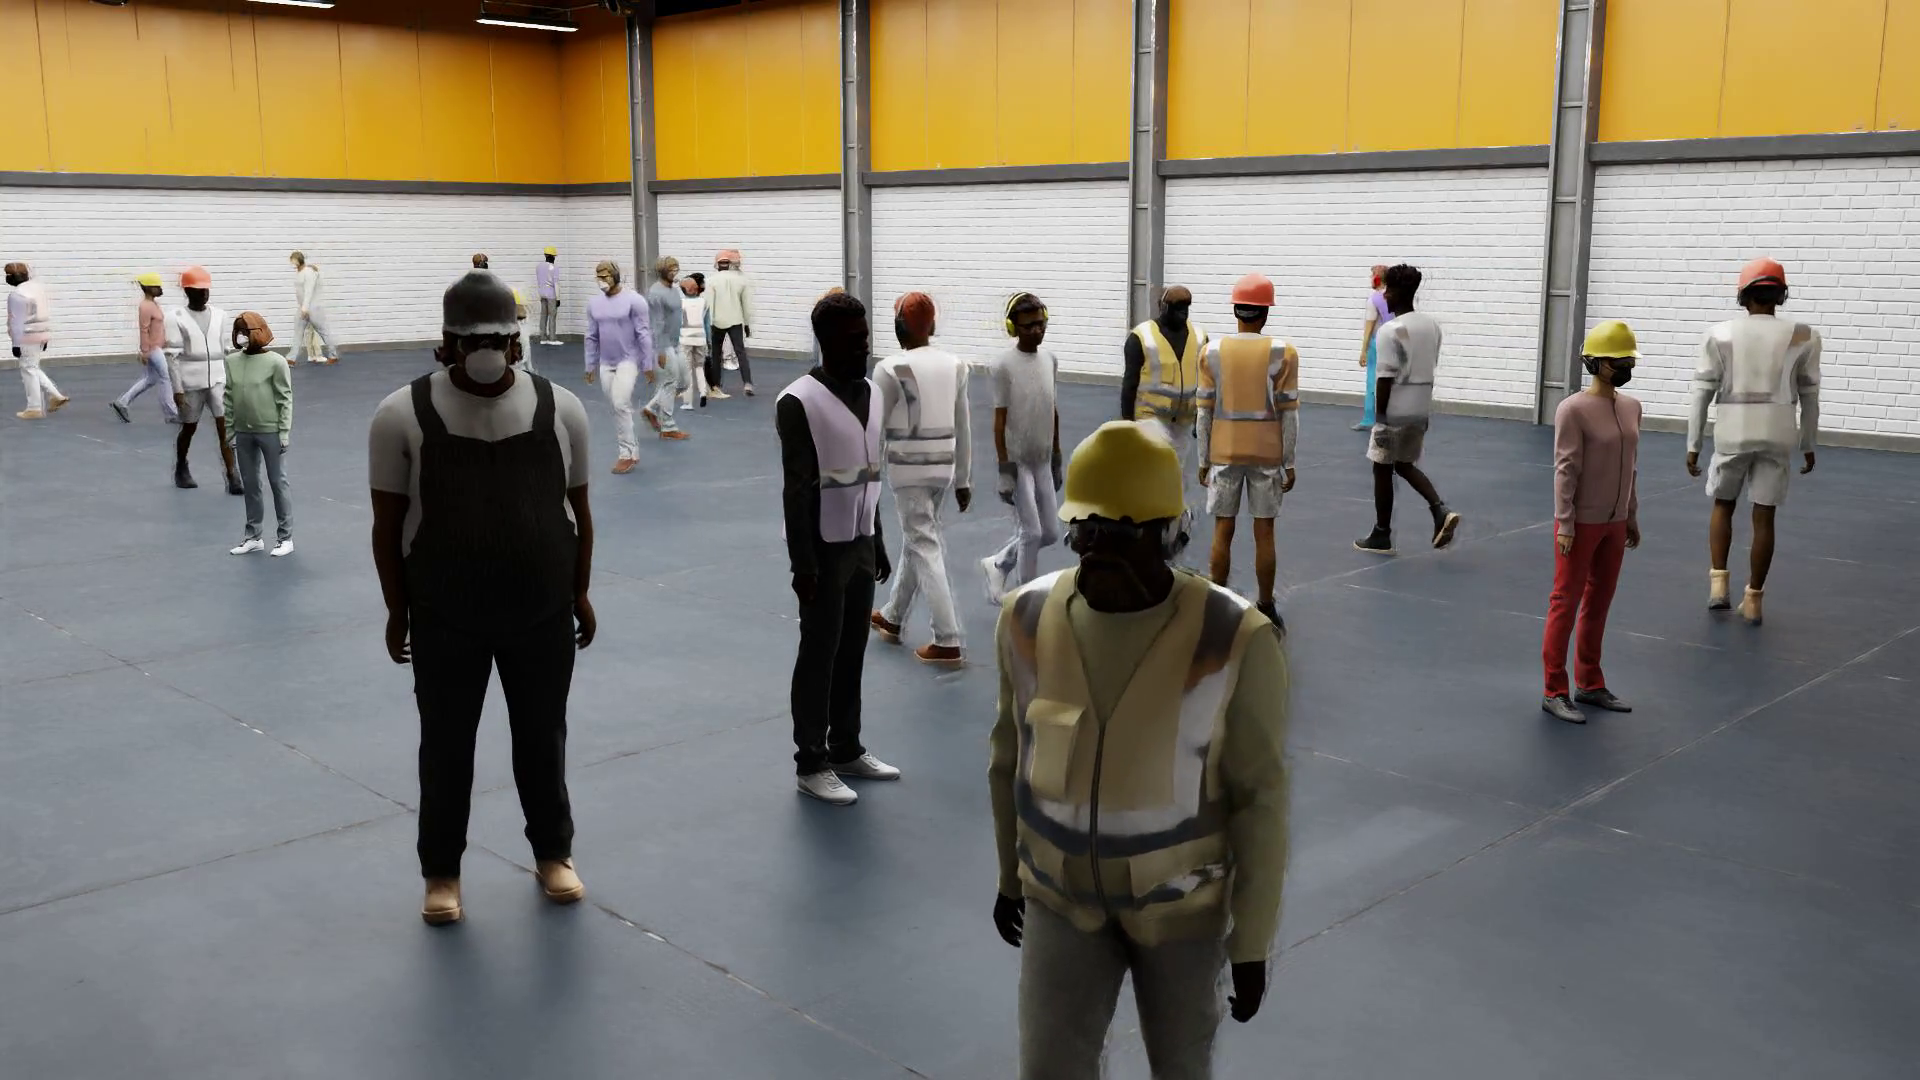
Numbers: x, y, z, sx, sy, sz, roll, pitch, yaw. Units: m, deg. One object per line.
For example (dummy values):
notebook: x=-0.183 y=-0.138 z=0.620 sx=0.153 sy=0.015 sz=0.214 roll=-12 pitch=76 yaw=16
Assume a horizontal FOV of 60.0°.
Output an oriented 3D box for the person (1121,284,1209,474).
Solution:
person: x=1.394 y=-0.879 z=11.591 sx=0.636 sy=1.812 sz=0.803 roll=-4 pitch=11 yaw=-21

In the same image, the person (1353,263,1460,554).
person: x=2.961 y=-0.850 z=11.011 sx=0.622 sy=1.953 sz=0.635 roll=-8 pitch=13 yaw=-37

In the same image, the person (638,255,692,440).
person: x=-3.082 y=-1.989 z=17.302 sx=0.521 sy=1.923 sz=0.646 roll=2 pitch=11 yaw=10

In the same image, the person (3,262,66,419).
person: x=-10.840 y=-2.314 z=19.359 sx=0.437 sy=1.827 sz=0.652 roll=-1 pitch=10 yaw=-5

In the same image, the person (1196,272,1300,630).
person: x=1.538 y=-0.456 z=8.914 sx=0.548 sy=1.938 sz=0.358 roll=3 pitch=11 yaw=17

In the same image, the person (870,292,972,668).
person: x=-0.288 y=-0.317 z=8.394 sx=0.602 sy=1.839 sz=0.937 roll=-10 pitch=14 yaw=-43

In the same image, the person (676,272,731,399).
person: x=-3.457 y=-2.658 z=21.686 sx=0.850 sy=1.656 sz=0.536 roll=0 pitch=10 yaw=1

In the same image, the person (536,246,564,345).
person: x=-7.996 y=-4.762 z=32.449 sx=0.582 sy=1.918 sz=0.388 roll=6 pitch=12 yaw=31

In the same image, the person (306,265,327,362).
person: x=-10.920 y=-3.829 z=28.136 sx=0.499 sy=1.633 sz=0.285 roll=8 pitch=13 yaw=36

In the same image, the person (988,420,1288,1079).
person: x=0.287 y=0.679 z=3.116 sx=0.621 sy=1.785 sz=0.898 roll=4 pitch=11 yaw=22

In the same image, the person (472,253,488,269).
person: x=-7.630 y=-3.648 z=26.577 sx=0.635 sy=1.842 sz=0.429 roll=9 pitch=13 yaw=39

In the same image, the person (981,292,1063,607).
person: x=0.319 y=-0.417 z=8.987 sx=0.525 sy=1.844 sz=0.592 roll=-10 pitch=14 yaw=-43

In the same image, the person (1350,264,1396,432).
person: x=4.566 y=-2.039 z=17.843 sx=0.744 sy=1.826 sz=0.572 roll=8 pitch=13 yaw=39

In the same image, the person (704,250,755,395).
person: x=-3.077 y=-2.905 z=22.292 sx=0.662 sy=1.946 sz=0.941 roll=-6 pitch=12 yaw=-29

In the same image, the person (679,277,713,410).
person: x=-3.285 y=-2.391 z=20.308 sx=0.548 sy=1.626 sz=0.373 roll=-6 pitch=12 yaw=-31

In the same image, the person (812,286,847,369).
person: x=-1.246 y=-1.761 z=16.895 sx=0.531 sy=1.612 sz=0.487 roll=8 pitch=13 yaw=38

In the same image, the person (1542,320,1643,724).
person: x=2.817 y=-0.083 z=7.348 sx=0.525 sy=1.769 sz=0.311 roll=-7 pitch=12 yaw=-32

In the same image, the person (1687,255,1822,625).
person: x=4.382 y=-0.548 z=9.195 sx=0.647 sy=2.019 sz=0.503 roll=5 pitch=11 yaw=24

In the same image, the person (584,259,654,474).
person: x=-3.108 y=-1.534 z=14.853 sx=0.645 sy=1.913 sz=0.675 roll=5 pitch=12 yaw=26

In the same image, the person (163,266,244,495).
person: x=-6.328 y=-1.329 z=13.828 sx=0.998 sy=1.893 sz=0.561 roll=9 pitch=14 yaw=41

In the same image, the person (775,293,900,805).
person: x=-0.473 y=0.024 z=6.345 sx=0.383 sy=1.918 sz=0.597 roll=6 pitch=12 yaw=28

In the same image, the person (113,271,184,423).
person: x=-9.188 y=-2.169 z=18.798 sx=0.797 sy=1.738 sz=0.531 roll=-3 pitch=11 yaw=-15

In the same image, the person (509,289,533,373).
person: x=-3.770 y=-1.249 z=13.893 sx=0.889 sy=1.696 sz=0.498 roll=-1 pitch=10 yaw=-4

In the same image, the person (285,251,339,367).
person: x=-10.606 y=-3.738 z=27.017 sx=0.649 sy=1.878 sz=1.056 roll=9 pitch=14 yaw=40

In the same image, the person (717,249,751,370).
person: x=-3.587 y=-3.667 z=26.510 sx=0.408 sy=1.909 sz=0.638 roll=5 pitch=12 yaw=26

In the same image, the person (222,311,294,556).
person: x=-4.686 y=-0.706 z=11.104 sx=0.500 sy=1.633 sz=0.284 roll=2 pitch=11 yaw=13

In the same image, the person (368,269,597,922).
person: x=-1.455 y=0.174 z=5.195 sx=0.688 sy=2.000 sz=0.536 roll=-5 pitch=11 yaw=-24
